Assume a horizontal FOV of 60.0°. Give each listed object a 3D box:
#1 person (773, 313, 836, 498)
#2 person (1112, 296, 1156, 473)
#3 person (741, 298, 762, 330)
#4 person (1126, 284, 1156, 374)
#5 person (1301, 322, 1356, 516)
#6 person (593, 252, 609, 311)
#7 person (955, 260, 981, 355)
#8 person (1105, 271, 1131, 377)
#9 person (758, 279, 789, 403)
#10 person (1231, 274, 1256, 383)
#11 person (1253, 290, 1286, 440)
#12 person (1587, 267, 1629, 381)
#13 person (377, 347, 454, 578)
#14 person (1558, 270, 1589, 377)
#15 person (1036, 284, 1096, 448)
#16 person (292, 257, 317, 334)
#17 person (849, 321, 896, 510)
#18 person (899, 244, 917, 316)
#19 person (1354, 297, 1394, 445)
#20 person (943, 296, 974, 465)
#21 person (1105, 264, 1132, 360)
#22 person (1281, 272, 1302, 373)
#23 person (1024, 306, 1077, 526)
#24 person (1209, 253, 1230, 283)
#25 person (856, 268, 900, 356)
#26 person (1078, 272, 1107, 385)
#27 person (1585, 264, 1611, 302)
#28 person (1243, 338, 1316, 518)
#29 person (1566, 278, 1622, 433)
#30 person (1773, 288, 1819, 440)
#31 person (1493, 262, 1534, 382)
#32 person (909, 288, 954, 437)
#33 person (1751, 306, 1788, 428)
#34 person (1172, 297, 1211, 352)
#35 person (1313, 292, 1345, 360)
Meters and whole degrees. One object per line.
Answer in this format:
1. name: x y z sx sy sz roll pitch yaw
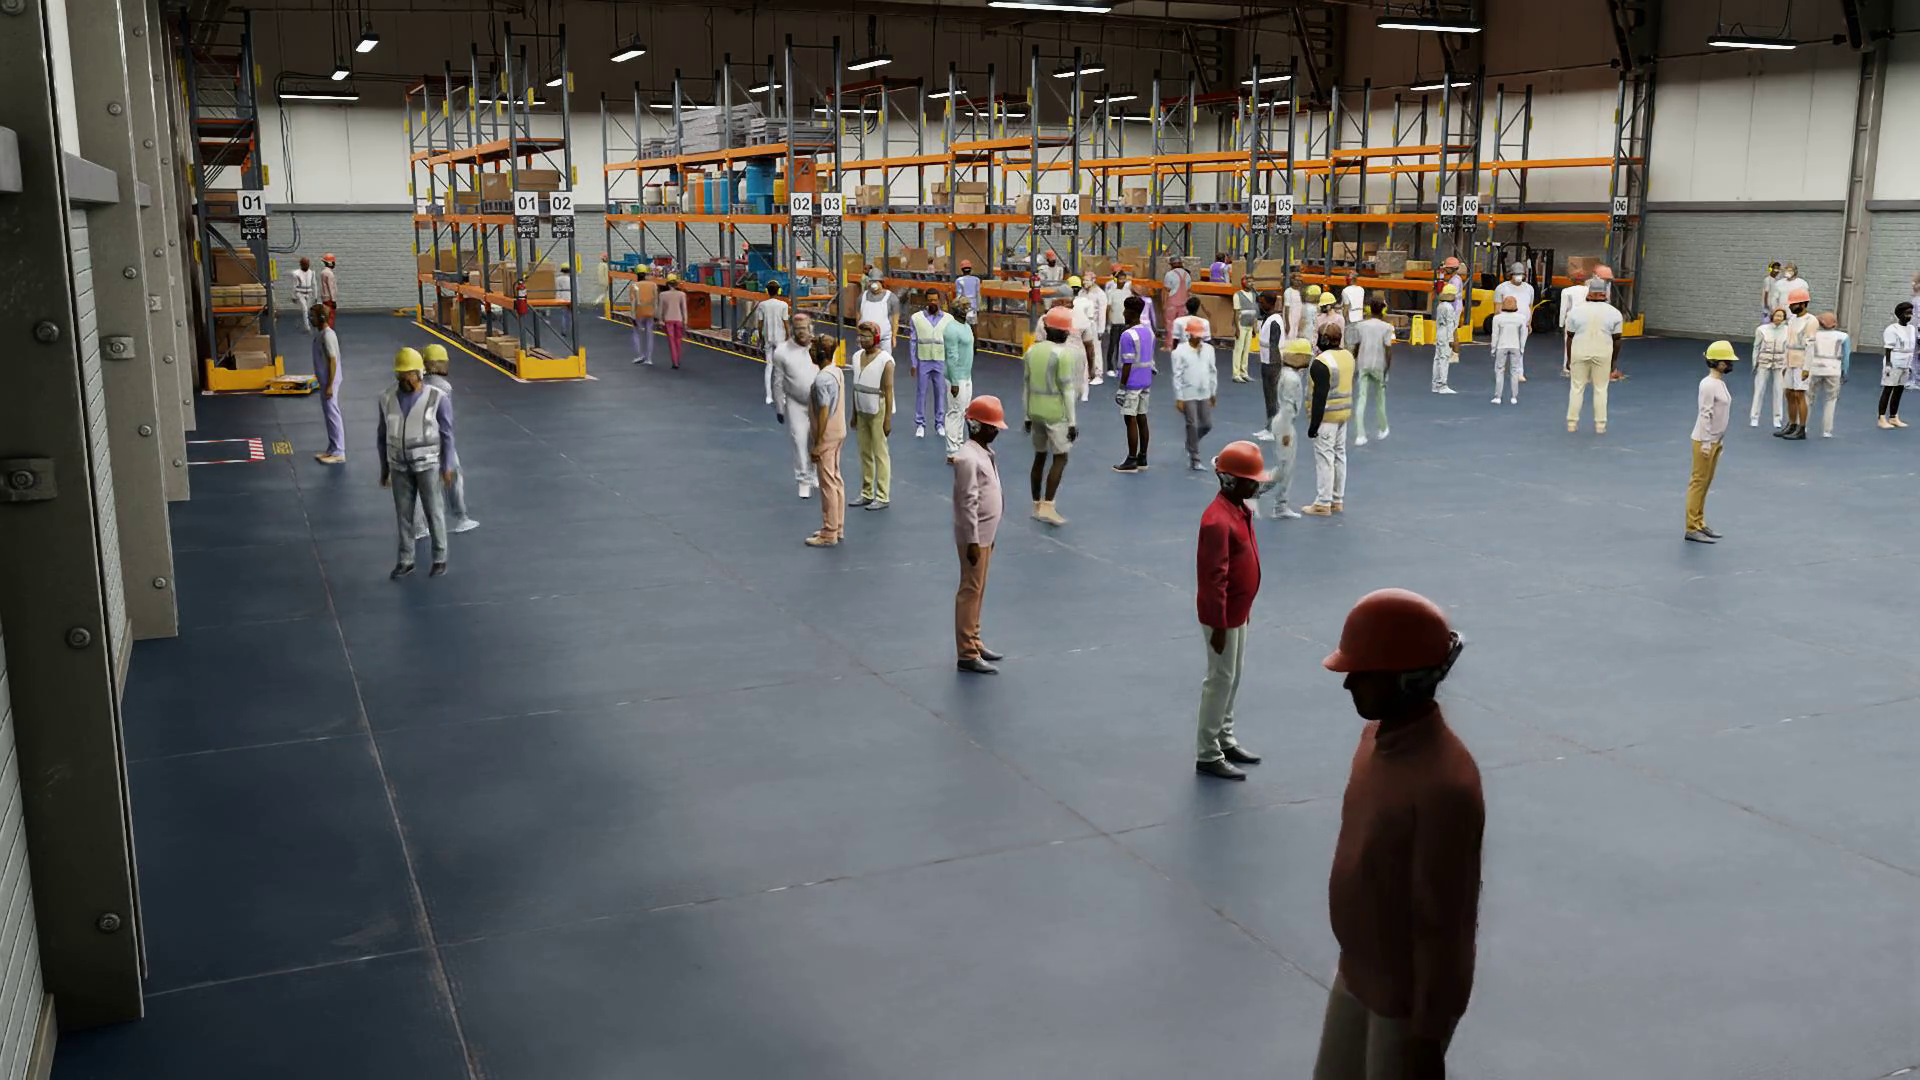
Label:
1. person: -1.586 -1.410 17.147 0.680 1.872 0.875 -2 11 -12
2. person: 1.933 -1.733 18.530 0.368 1.966 0.602 7 13 33
3. person: -4.881 -5.643 38.949 0.536 1.747 0.597 -5 12 -22
4. person: 3.236 -3.763 29.747 0.566 1.604 0.562 -2 11 -10
5. person: 3.510 -1.156 15.915 0.430 1.845 0.624 10 15 40
6. person: -10.307 -7.460 48.205 0.562 1.739 0.578 -9 14 -39
7. person: 0.140 -4.690 33.658 0.543 1.928 0.373 -5 12 -23
8. person: 2.807 -3.818 29.385 0.533 1.864 0.310 -6 12 -27
9. person: -2.802 -3.001 25.208 0.511 1.877 0.329 2 11 11
10. person: 4.836 -3.604 28.339 0.390 1.847 0.563 10 15 41
11. person: 3.975 -2.234 21.232 0.397 1.910 0.587 0 11 0
12. person: 10.967 -3.647 28.286 0.944 1.951 0.635 9 15 40
13. person: -4.308 -0.606 13.147 0.598 1.830 0.403 1 11 5
14. person: 10.829 -3.803 29.260 0.573 1.883 0.355 1 11 4
15. person: 1.348 -2.168 20.546 0.692 2.000 0.918 5 12 24
16. person: -15.762 -5.867 39.885 0.768 1.848 0.587 10 15 41
17. person: -0.839 -1.212 16.219 0.400 1.841 0.563 -9 15 -40
18. person: -1.387 -7.099 45.673 0.611 2.026 0.549 -7 13 -31
19. person: 5.192 -2.133 20.940 0.522 1.817 0.953 5 12 26
20. person: 0.004 -1.824 19.060 0.371 1.940 0.630 3 12 15
21. person: 3.175 -4.526 33.002 0.589 1.861 0.999 3 11 14
22. person: 5.864 -3.804 29.374 0.328 1.840 0.516 7 13 31
23. person: 0.810 -1.164 15.490 0.458 2.035 0.701 -8 14 -36
24. person: 6.814 -6.581 43.477 0.429 1.846 0.632 -9 14 -39
25. person: -1.286 -3.138 25.477 0.675 2.000 0.536 3 11 13
26. person: 2.170 -3.558 27.990 0.398 1.900 0.637 -10 15 -40
27. person: 14.008 -5.190 36.639 0.573 1.749 0.342 1 11 7
28. person: 3.014 -1.040 15.634 0.588 1.712 0.507 3 11 14
29. person: 8.320 -2.432 21.889 0.683 2.000 0.535 4 12 19
30. person: 10.672 -2.243 21.244 0.391 1.922 0.554 -1 11 -4
31. person: 9.473 -3.715 28.410 0.685 2.000 0.538 0 11 -1
32. person: -0.362 -2.293 21.496 0.587 1.920 0.392 -2 11 -12
33. person: 10.952 -2.327 22.412 0.520 1.633 0.314 5 12 23
34. person: 3.349 -2.662 24.004 0.551 1.663 0.742 3 12 14
35. person: 5.245 -2.652 23.747 0.342 1.753 0.535 -8 14 -36
